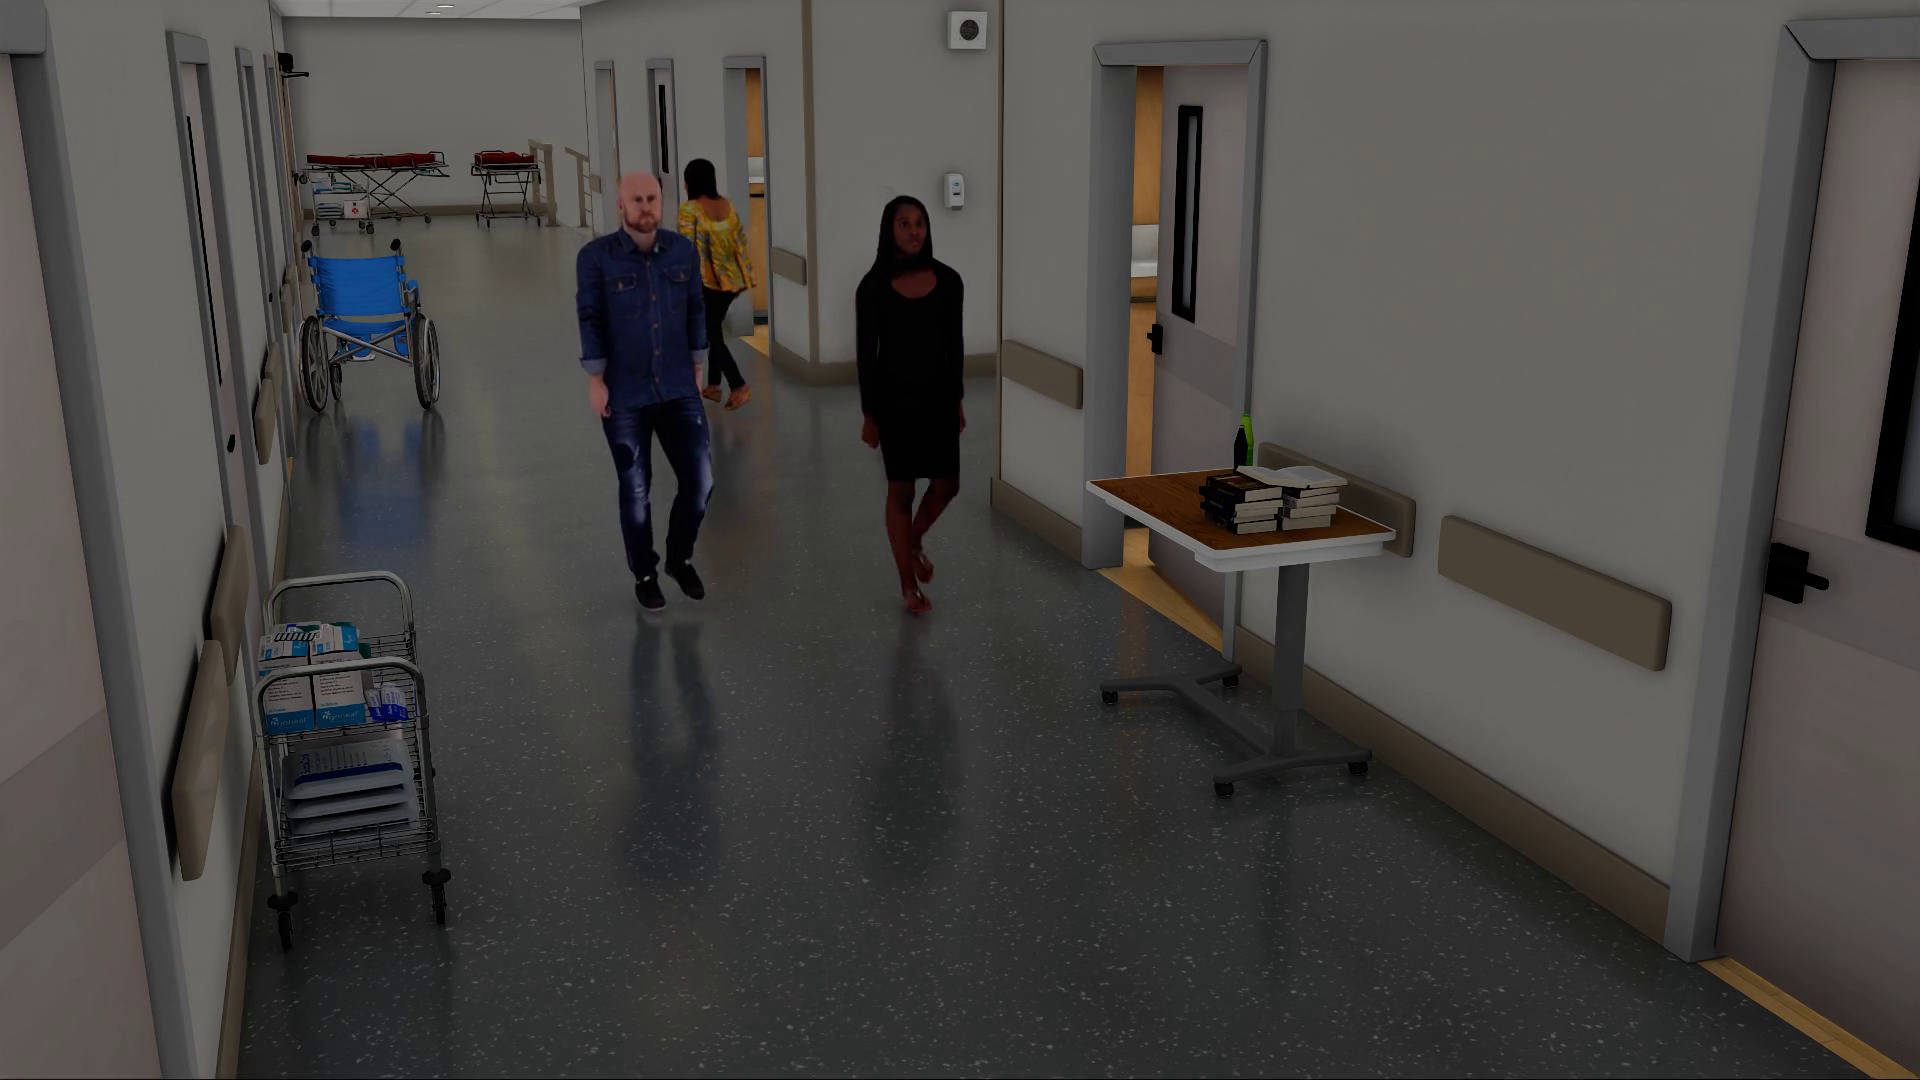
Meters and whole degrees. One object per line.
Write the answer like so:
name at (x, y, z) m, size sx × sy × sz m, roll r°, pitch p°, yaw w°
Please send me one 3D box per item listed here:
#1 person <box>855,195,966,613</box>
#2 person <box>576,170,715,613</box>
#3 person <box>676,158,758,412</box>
person at (-0.223, -0.565, 6.930) m, size 0.617 × 1.716 × 0.647 m, roll -6°, pitch 17°, yaw -20°
person at (-1.310, -0.604, 6.900) m, size 0.747 × 1.808 × 0.657 m, roll -7°, pitch 17°, yaw -24°
person at (-1.610, -1.676, 11.039) m, size 1.028 × 1.625 × 0.963 m, roll 7°, pitch 17°, yaw 24°
